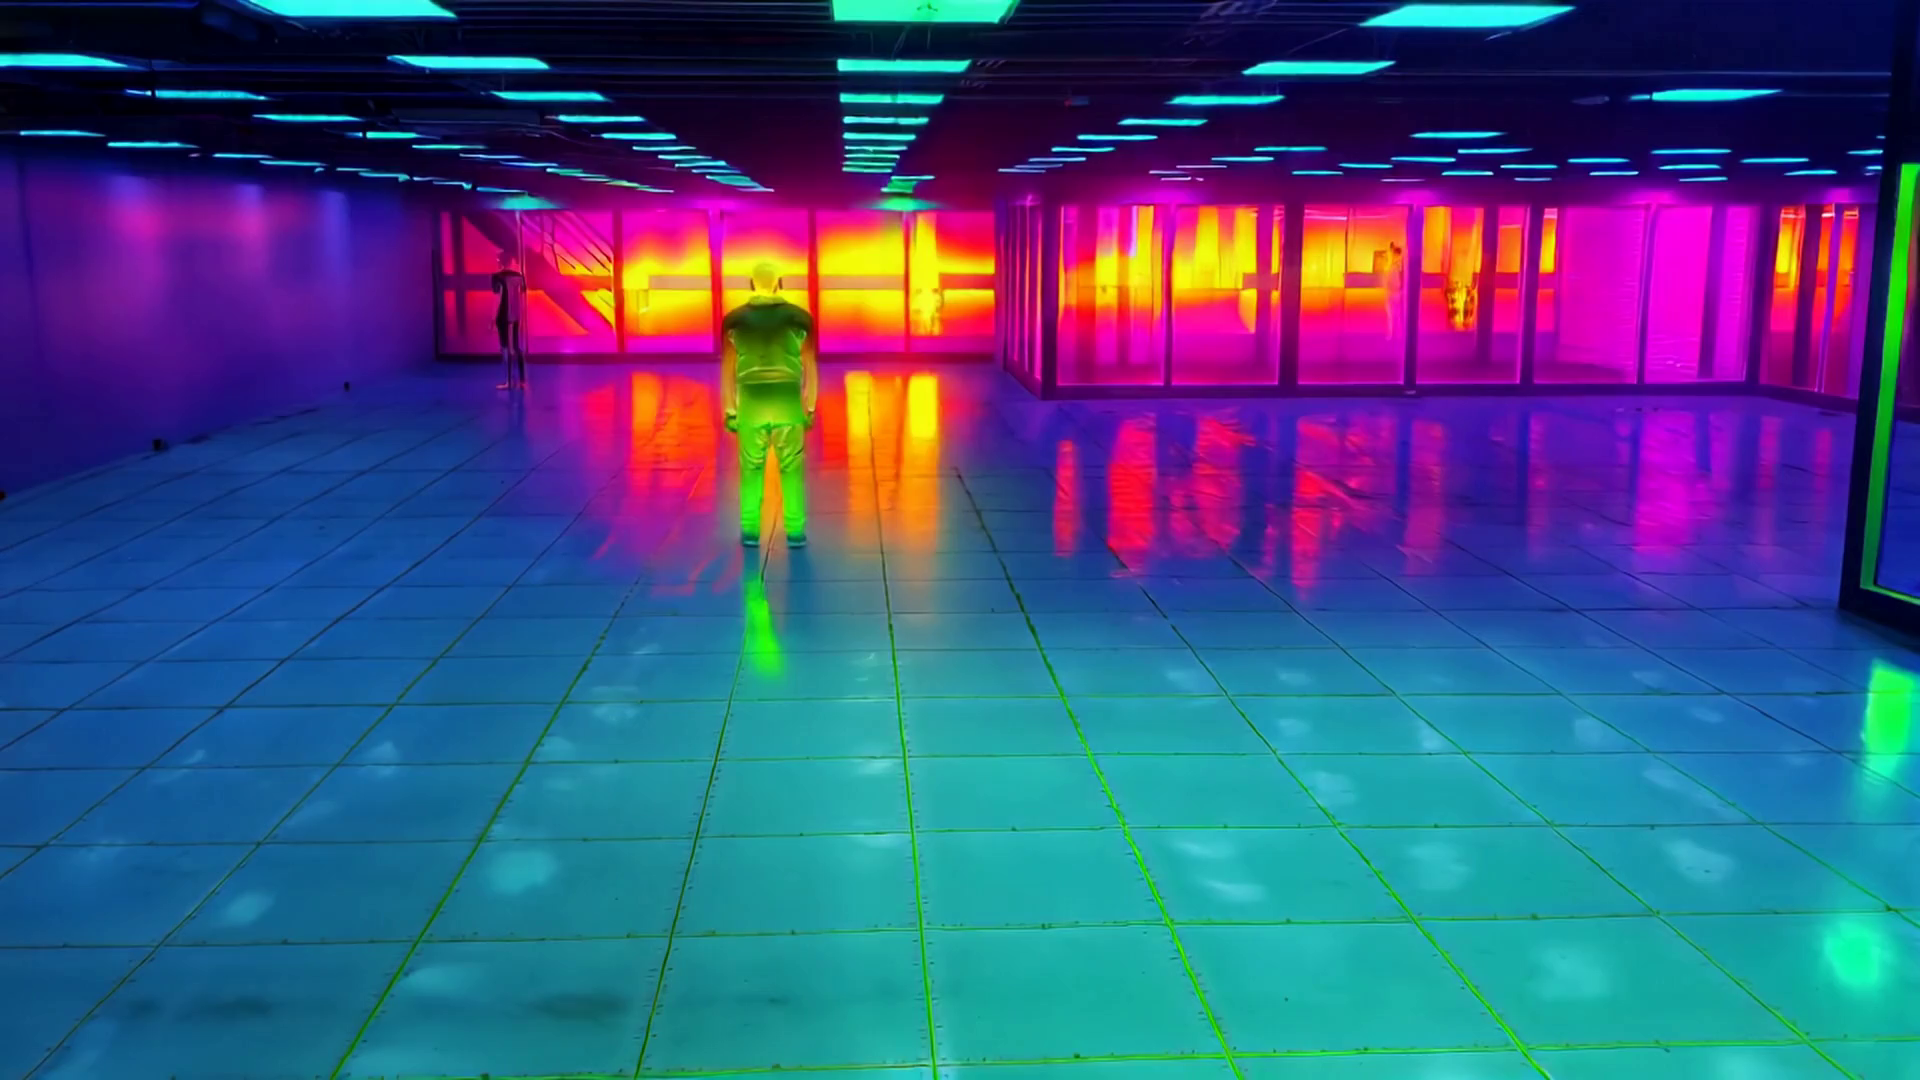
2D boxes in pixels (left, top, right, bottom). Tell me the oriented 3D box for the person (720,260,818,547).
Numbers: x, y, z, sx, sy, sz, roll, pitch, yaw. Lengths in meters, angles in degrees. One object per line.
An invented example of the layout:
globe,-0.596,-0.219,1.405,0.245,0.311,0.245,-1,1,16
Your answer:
person,-1.258,-0.894,11.037,0.643,1.900,0.399,0,11,0

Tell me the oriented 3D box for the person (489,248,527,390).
person,-5.985,-2.916,22.003,0.520,1.877,0.326,-10,14,-43
